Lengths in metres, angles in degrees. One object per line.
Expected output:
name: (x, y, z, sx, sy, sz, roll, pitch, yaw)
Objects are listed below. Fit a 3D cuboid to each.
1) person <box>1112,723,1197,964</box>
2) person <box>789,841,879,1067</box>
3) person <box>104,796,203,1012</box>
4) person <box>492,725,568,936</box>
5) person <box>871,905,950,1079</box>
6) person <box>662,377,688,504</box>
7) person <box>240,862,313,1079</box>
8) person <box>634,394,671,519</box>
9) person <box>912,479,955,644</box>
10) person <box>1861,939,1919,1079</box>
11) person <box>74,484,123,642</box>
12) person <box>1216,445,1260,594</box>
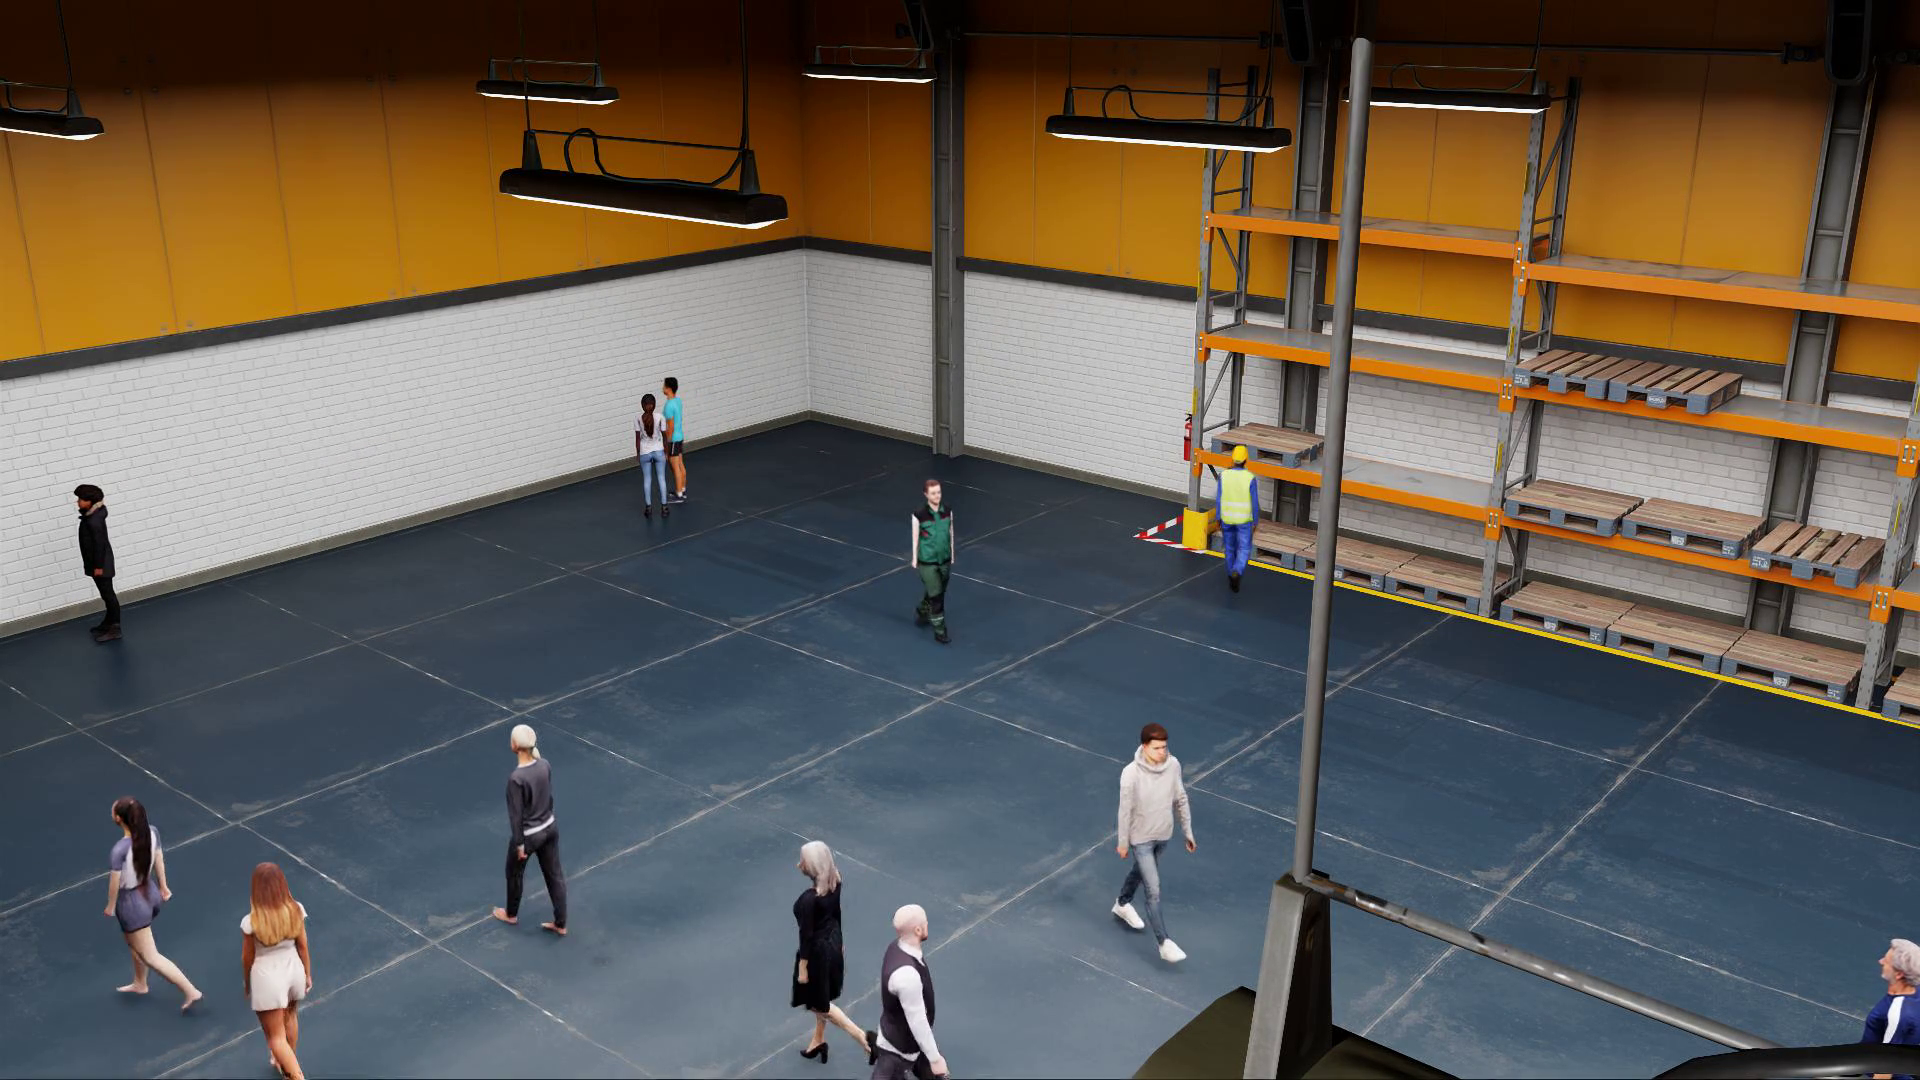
person: (1.385, 2.194, 12.560, 0.957, 1.812, 1.299, -11, 21, -29)
person: (-0.860, 2.778, 10.944, 0.995, 1.735, 0.794, 8, 20, 24)
person: (-5.697, 2.587, 11.694, 1.082, 1.618, 0.909, 3, 19, 8)
person: (-3.175, 2.234, 12.621, 0.934, 1.696, 0.692, 12, 22, 32)
person: (-0.426, 3.074, 10.019, 1.363, 1.766, 1.229, 0, 19, 1)
person: (-4.004, -1.409, 23.317, 0.705, 1.774, 0.685, 1, 19, 4)
person: (-4.371, 2.891, 10.712, 1.068, 1.670, 0.620, 18, 25, 42)
person: (-4.198, -1.161, 22.667, 0.667, 1.719, 0.705, -4, 19, -11)
person: (-0.316, 0.197, 18.481, 0.904, 1.817, 1.187, -11, 21, -29)
person: (5.386, 3.146, 9.690, 0.535, 1.839, 0.621, 15, 24, 37)
person: (-9.540, 0.227, 18.449, 0.765, 1.781, 0.648, -11, 21, -29)
person: (3.273, -0.225, 19.765, 0.999, 1.796, 0.936, 6, 20, 17)
